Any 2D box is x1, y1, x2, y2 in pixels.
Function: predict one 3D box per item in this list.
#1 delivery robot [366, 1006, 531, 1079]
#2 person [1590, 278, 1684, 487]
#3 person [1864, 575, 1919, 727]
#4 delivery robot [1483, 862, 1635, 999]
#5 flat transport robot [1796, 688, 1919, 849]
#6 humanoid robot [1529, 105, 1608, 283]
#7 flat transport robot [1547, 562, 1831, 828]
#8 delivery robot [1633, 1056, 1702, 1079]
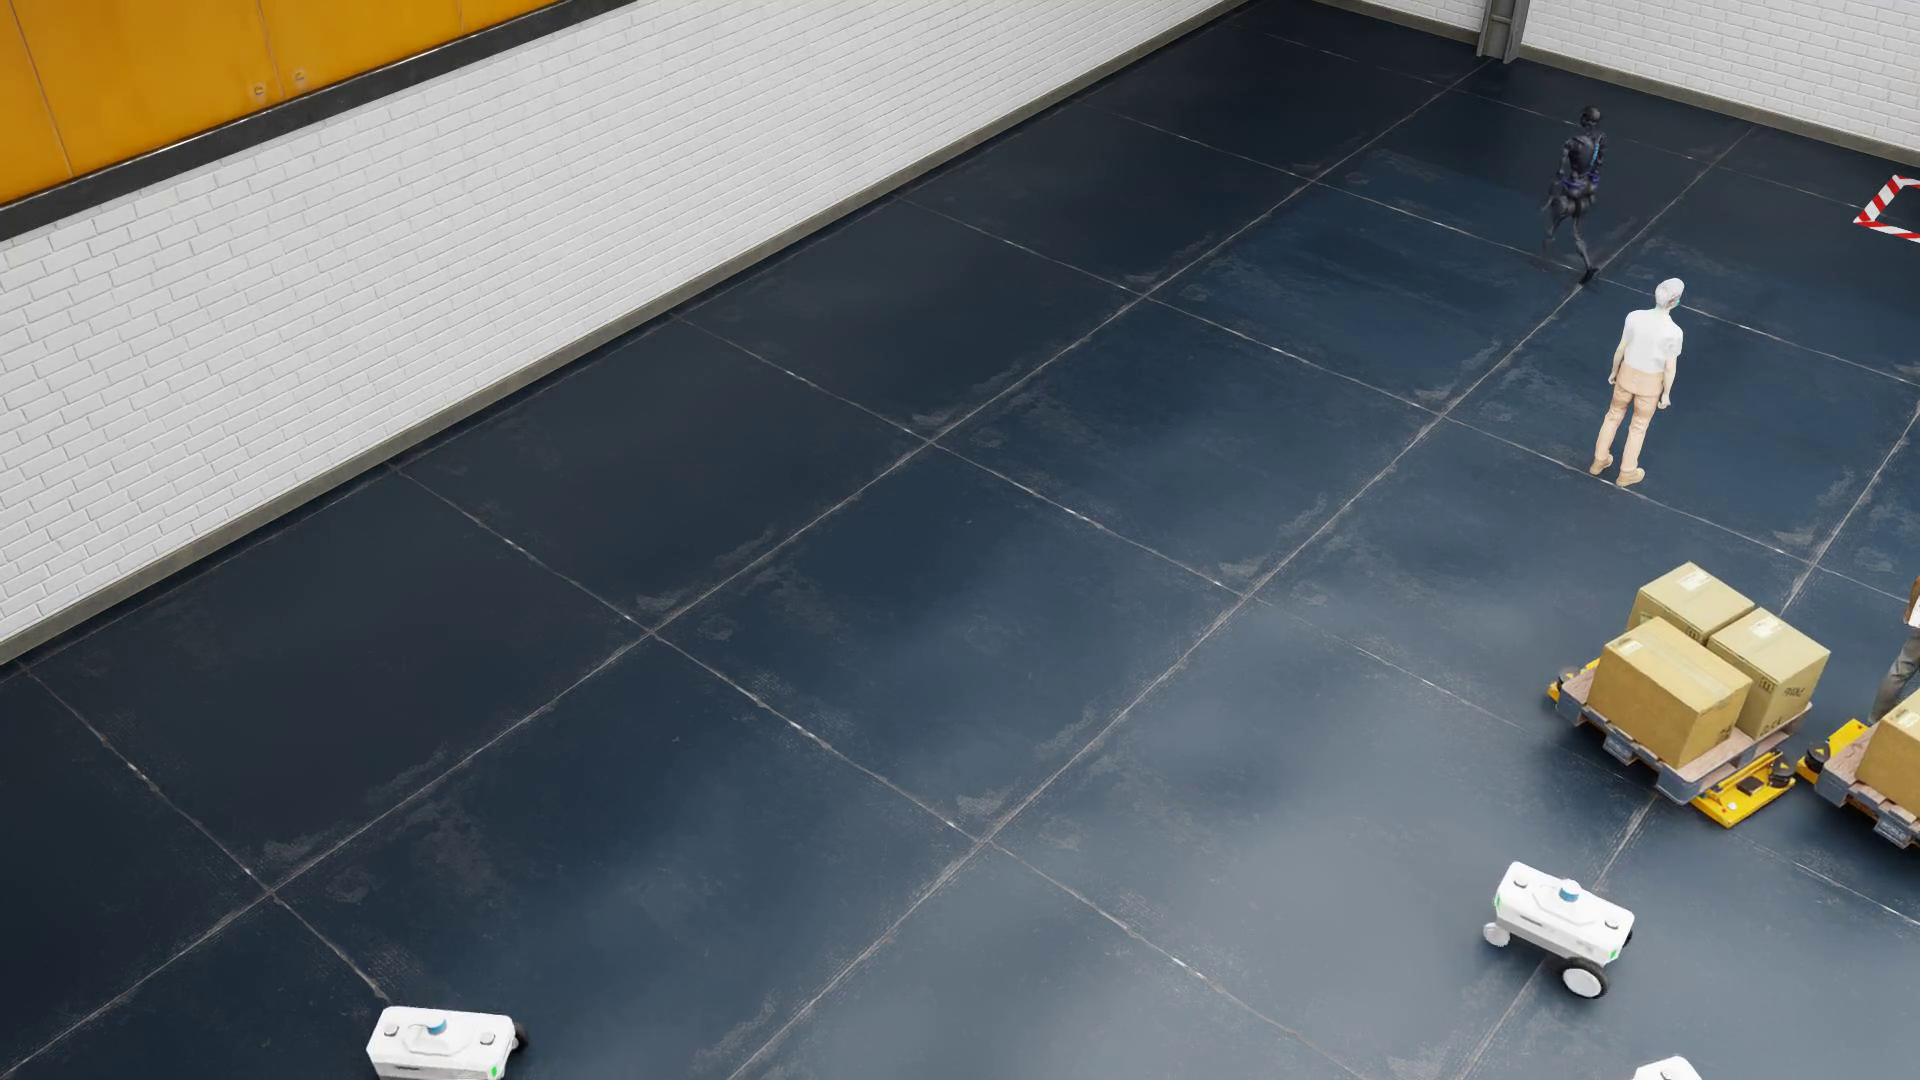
[{"bbox_3d":[-2.673,2.688,8.722,0.766,0.595,0.505,4,39,4],"label":"delivery robot"},{"bbox_3d":[5.161,-1.201,12.606,0.315,1.734,0.493,-29,47,-31],"label":"person"},{"bbox_3d":[6.100,0.571,10.323,0.382,1.841,0.564,-15,41,-18],"label":"person"},{"bbox_3d":[3.405,2.167,9.384,0.808,0.614,0.499,23,44,26],"label":"delivery robot"},{"bbox_3d":[5.996,1.642,10.249,0.659,0.231,1.431,-25,45,-28],"label":"flat transport robot"},{"bbox_3d":[5.593,-3.102,15.032,0.590,1.639,0.671,-18,42,-21],"label":"humanoid robot"},{"bbox_3d":[4.592,1.231,10.759,0.659,0.231,1.431,-22,44,-25],"label":"flat transport robot"},{"bbox_3d":[3.673,2.989,8.329,0.499,0.570,0.750,-11,40,-13],"label":"delivery robot"}]
